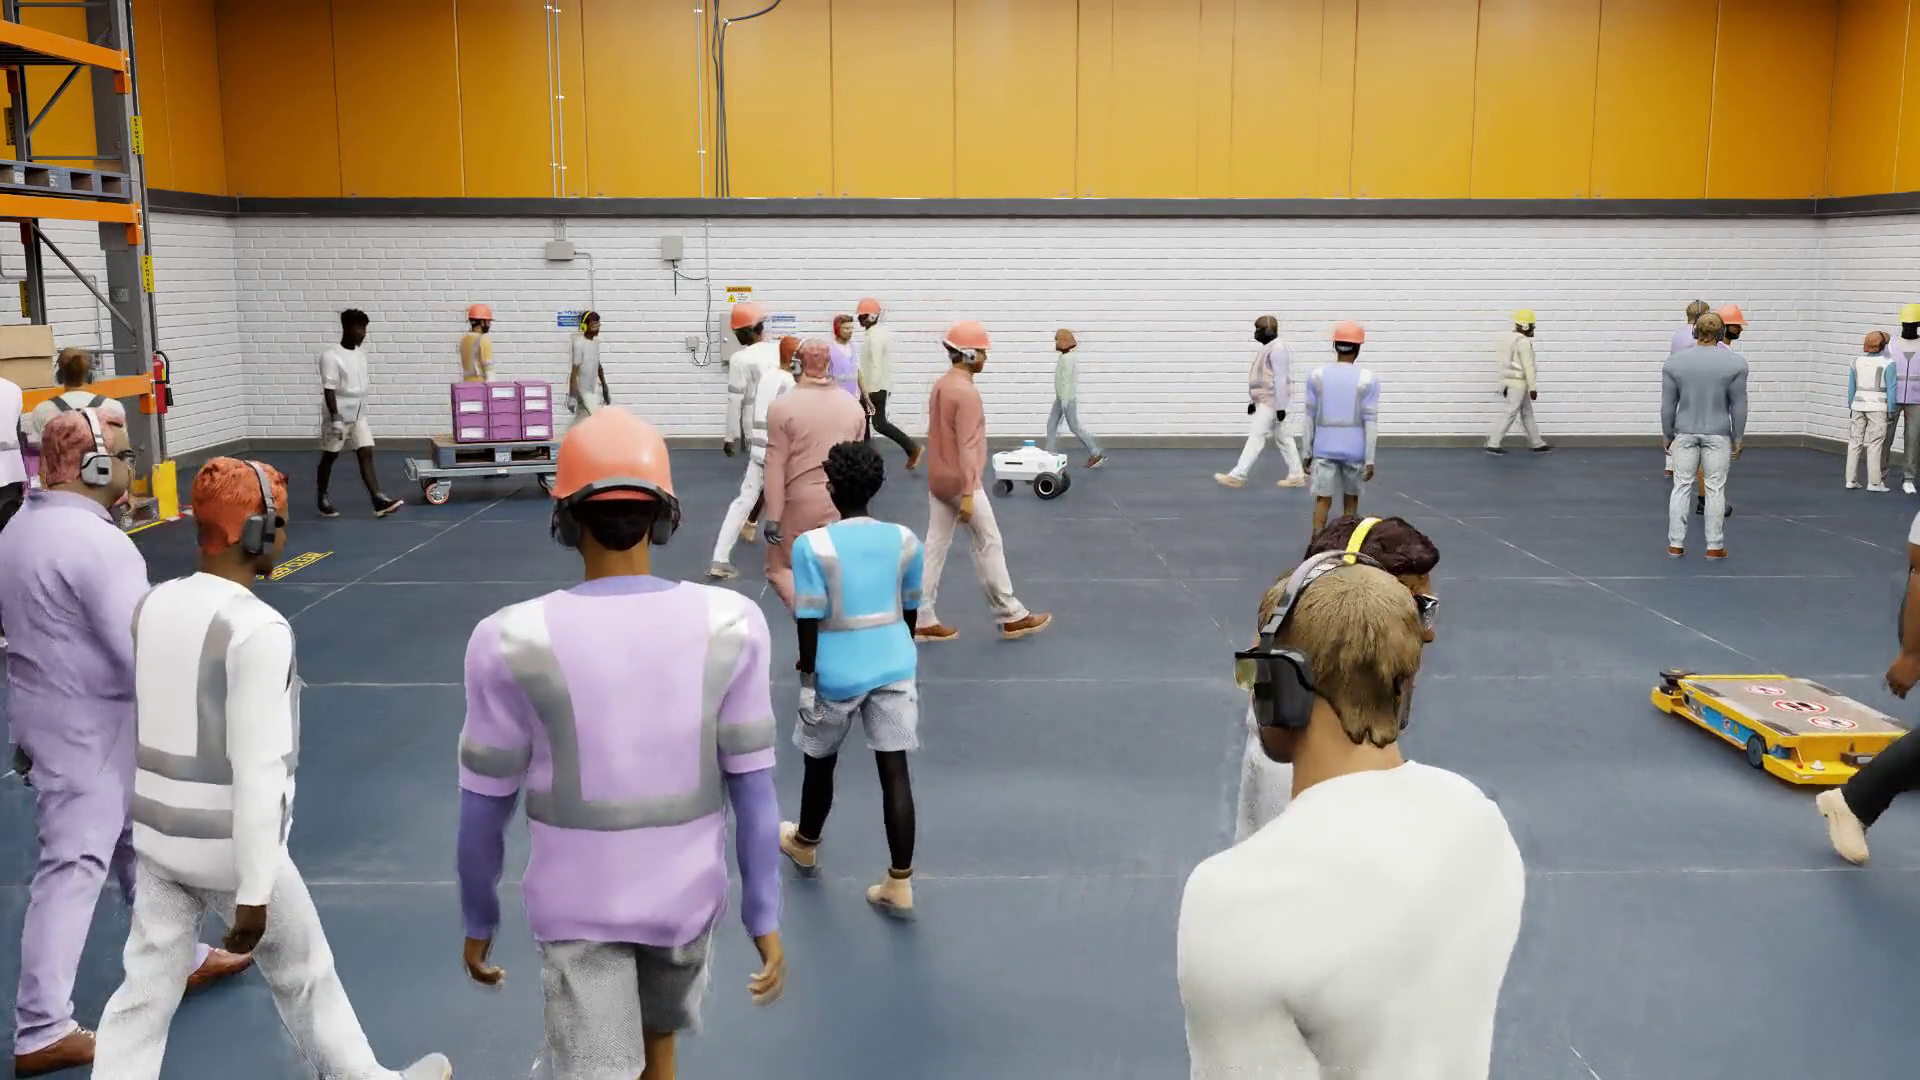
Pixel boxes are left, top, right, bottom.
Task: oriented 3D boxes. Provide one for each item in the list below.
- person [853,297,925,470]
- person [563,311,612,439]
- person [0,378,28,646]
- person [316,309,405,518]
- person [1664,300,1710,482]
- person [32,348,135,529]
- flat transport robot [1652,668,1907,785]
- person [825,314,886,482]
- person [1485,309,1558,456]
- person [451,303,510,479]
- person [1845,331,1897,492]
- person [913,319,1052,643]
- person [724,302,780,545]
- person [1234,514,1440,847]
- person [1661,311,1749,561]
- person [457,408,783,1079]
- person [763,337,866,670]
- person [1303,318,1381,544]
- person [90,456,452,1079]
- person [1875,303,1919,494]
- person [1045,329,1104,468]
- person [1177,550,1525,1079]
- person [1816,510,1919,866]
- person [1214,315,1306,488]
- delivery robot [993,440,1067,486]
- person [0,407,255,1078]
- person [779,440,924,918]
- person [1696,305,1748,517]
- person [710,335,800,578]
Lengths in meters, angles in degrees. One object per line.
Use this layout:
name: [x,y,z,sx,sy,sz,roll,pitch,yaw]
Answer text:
person: [-0.857,-1.690,18.341,0.858,1.968,0.610,-2,9,-12]
person: [-4.118,-1.641,18.506,0.944,1.804,0.616,1,9,7]
person: [-5.829,-0.312,10.001,0.371,1.916,0.597,1,9,5]
person: [-5.522,-1.136,15.087,1.013,1.894,0.635,4,10,22]
person: [7.810,-1.598,17.823,0.353,1.937,0.635,0,9,0]
person: [-5.346,-0.275,10.189,0.520,1.796,0.949,-5,11,-29]
flat transport robot: [3.913,0.857,7.867,0.652,0.197,1.431,0,9,-2]
person: [-1.138,-1.409,17.098,0.952,1.799,0.572,5,10,26]
person: [6.825,-1.901,20.170,0.908,1.783,0.606,1,9,6]
person: [-5.207,-1.563,17.729,0.769,1.913,0.551,-9,13,-42]
person: [9.284,-1.307,16.953,0.308,1.641,0.514,-4,10,-25]
person: [0.109,-0.351,10.106,0.950,1.951,0.640,-4,10,-22]
person: [-1.664,-0.890,13.305,1.004,1.991,0.634,7,12,36]
person: [0.621,0.853,3.084,0.474,1.843,0.571,4,10,25]
person: [5.776,-0.803,12.948,0.631,1.940,0.372,6,11,32]
person: [-0.705,0.724,3.444,0.628,1.989,1.042,-4,10,-23]
person: [-0.835,-0.185,9.300,0.665,1.888,0.433,-7,12,-38]
person: [2.757,-0.653,12.107,0.552,1.913,0.776,4,10,23]
person: [-1.732,0.718,3.974,0.600,1.830,1.012,6,11,31]
person: [9.542,-1.425,16.803,0.593,1.922,0.383,5,10,26]
person: [1.244,-1.598,18.861,0.823,1.601,0.508,-1,9,-8]
person: [0.462,0.967,2.177,0.649,1.913,0.474,-8,12,-41]
person: [3.533,0.291,5.931,0.703,2.000,0.904,-7,12,-37]
person: [3.154,-1.419,17.194,0.979,1.787,0.648,1,9,5]
delivery robot: [0.693,-0.749,16.563,0.707,0.478,0.477,3,10,17]
person: [-2.409,0.555,4.849,0.889,1.873,0.668,-9,13,-43]
person: [-0.391,0.469,5.988,0.548,1.651,0.843,-5,11,-28]
person: [7.011,-1.191,15.327,0.360,1.939,0.543,5,11,30]
person: [-1.388,-0.610,12.273,1.159,1.793,0.592,-9,13,-43]
